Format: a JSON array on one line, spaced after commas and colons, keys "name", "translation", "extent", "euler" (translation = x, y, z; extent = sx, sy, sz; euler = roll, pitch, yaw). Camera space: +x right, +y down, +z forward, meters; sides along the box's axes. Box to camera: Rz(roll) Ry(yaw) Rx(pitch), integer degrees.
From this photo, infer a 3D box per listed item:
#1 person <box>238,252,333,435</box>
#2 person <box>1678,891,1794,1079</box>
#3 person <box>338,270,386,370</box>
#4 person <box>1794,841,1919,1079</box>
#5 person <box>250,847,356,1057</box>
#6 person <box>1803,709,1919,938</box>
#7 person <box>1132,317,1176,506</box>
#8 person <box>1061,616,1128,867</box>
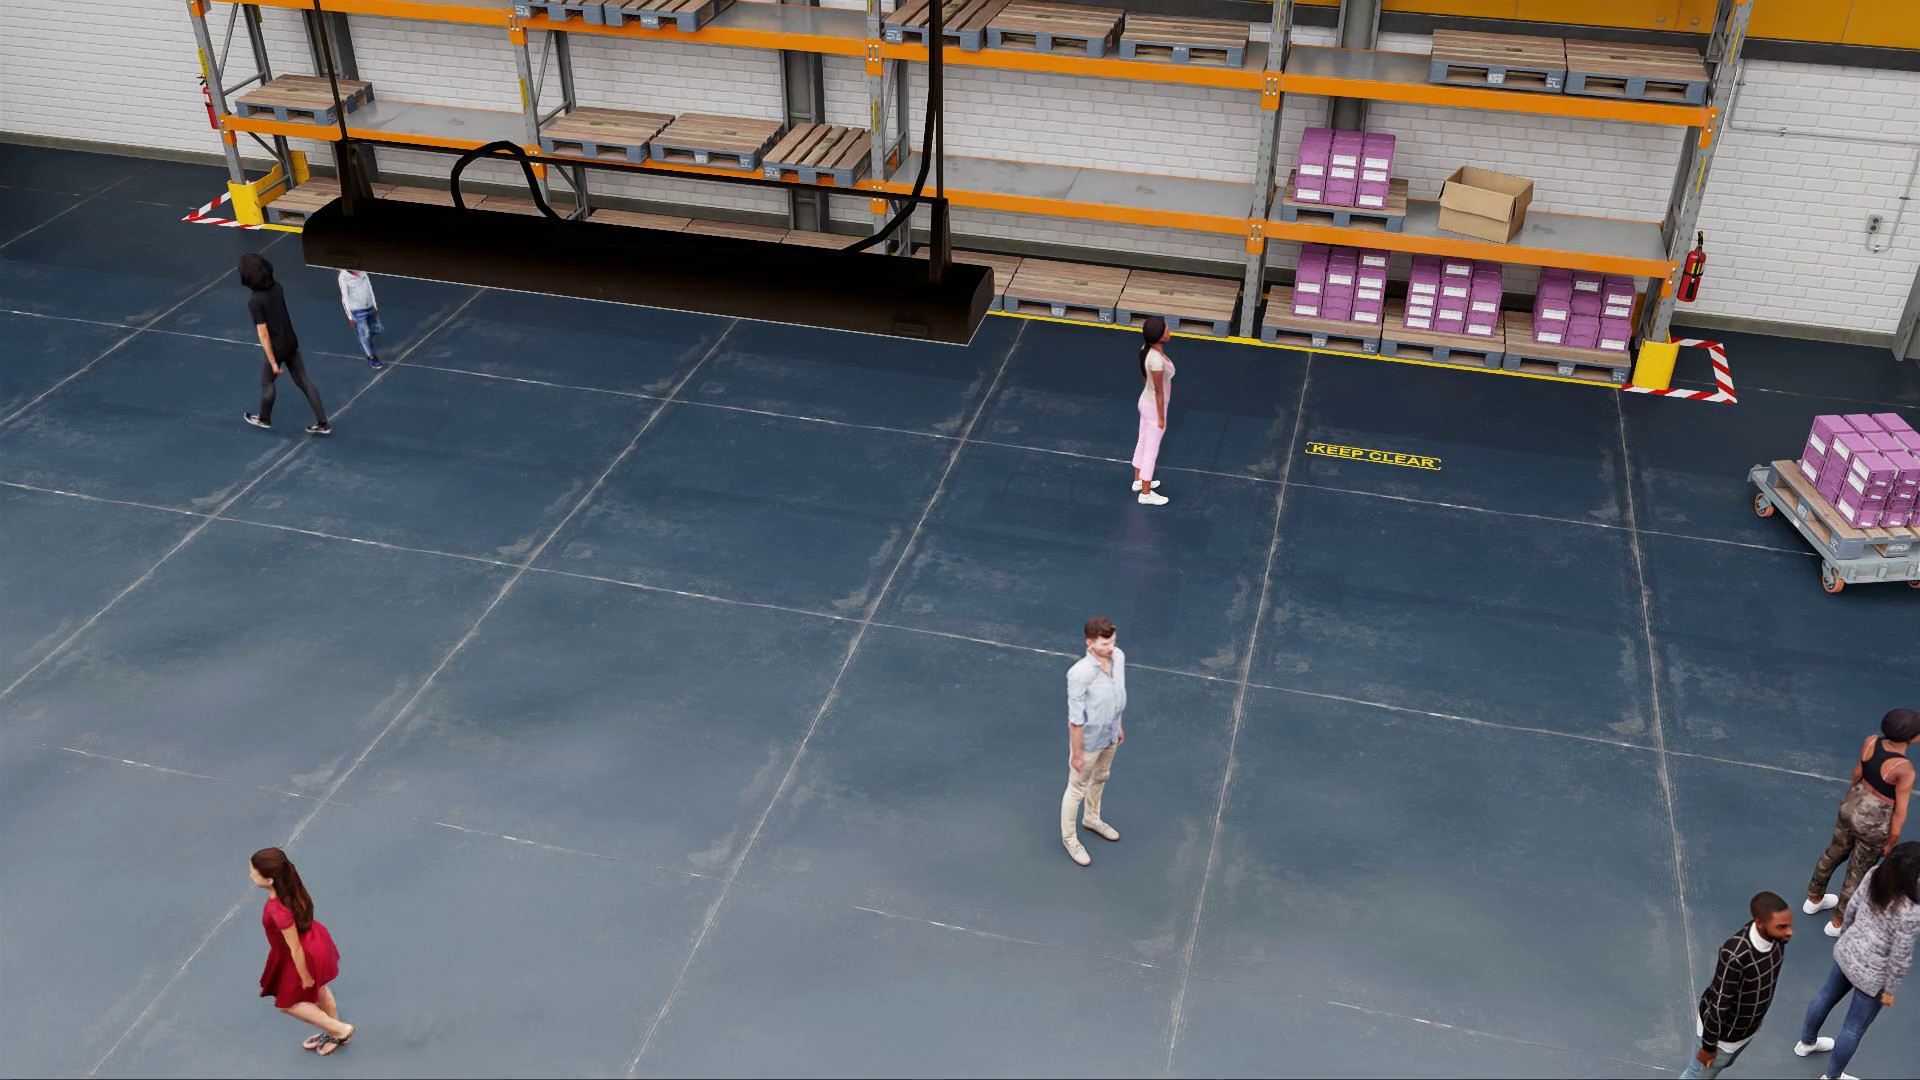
[{"name": "person", "translation": [-6.172, -1.759, 15.260], "extent": [1.100, 1.802, 0.702], "euler": [12, 35, 17]}, {"name": "person", "translation": [4.057, 2.526, 8.796], "extent": [0.746, 1.821, 0.770], "euler": [-23, 40, -31]}, {"name": "person", "translation": [-6.017, -2.354, 16.651], "extent": [0.756, 1.251, 0.646], "euler": [26, 41, 33]}, {"name": "person", "translation": [5.002, 2.322, 9.183], "extent": [0.647, 1.732, 0.675], "euler": [-4, 34, -5]}, {"name": "person", "translation": [-3.641, 2.314, 9.368], "extent": [0.751, 1.541, 0.671], "euler": [-6, 34, -8]}, {"name": "person", "translation": [5.529, 1.704, 10.141], "extent": [0.672, 1.700, 0.658], "euler": [-7, 34, -10]}, {"name": "person", "translation": [1.661, -1.133, 14.372], "extent": [0.641, 1.741, 0.641], "euler": [-5, 34, -7]}, {"name": "person", "translation": [0.866, 1.245, 10.699], "extent": [0.718, 1.847, 0.732], "euler": [28, 43, 35]}]
